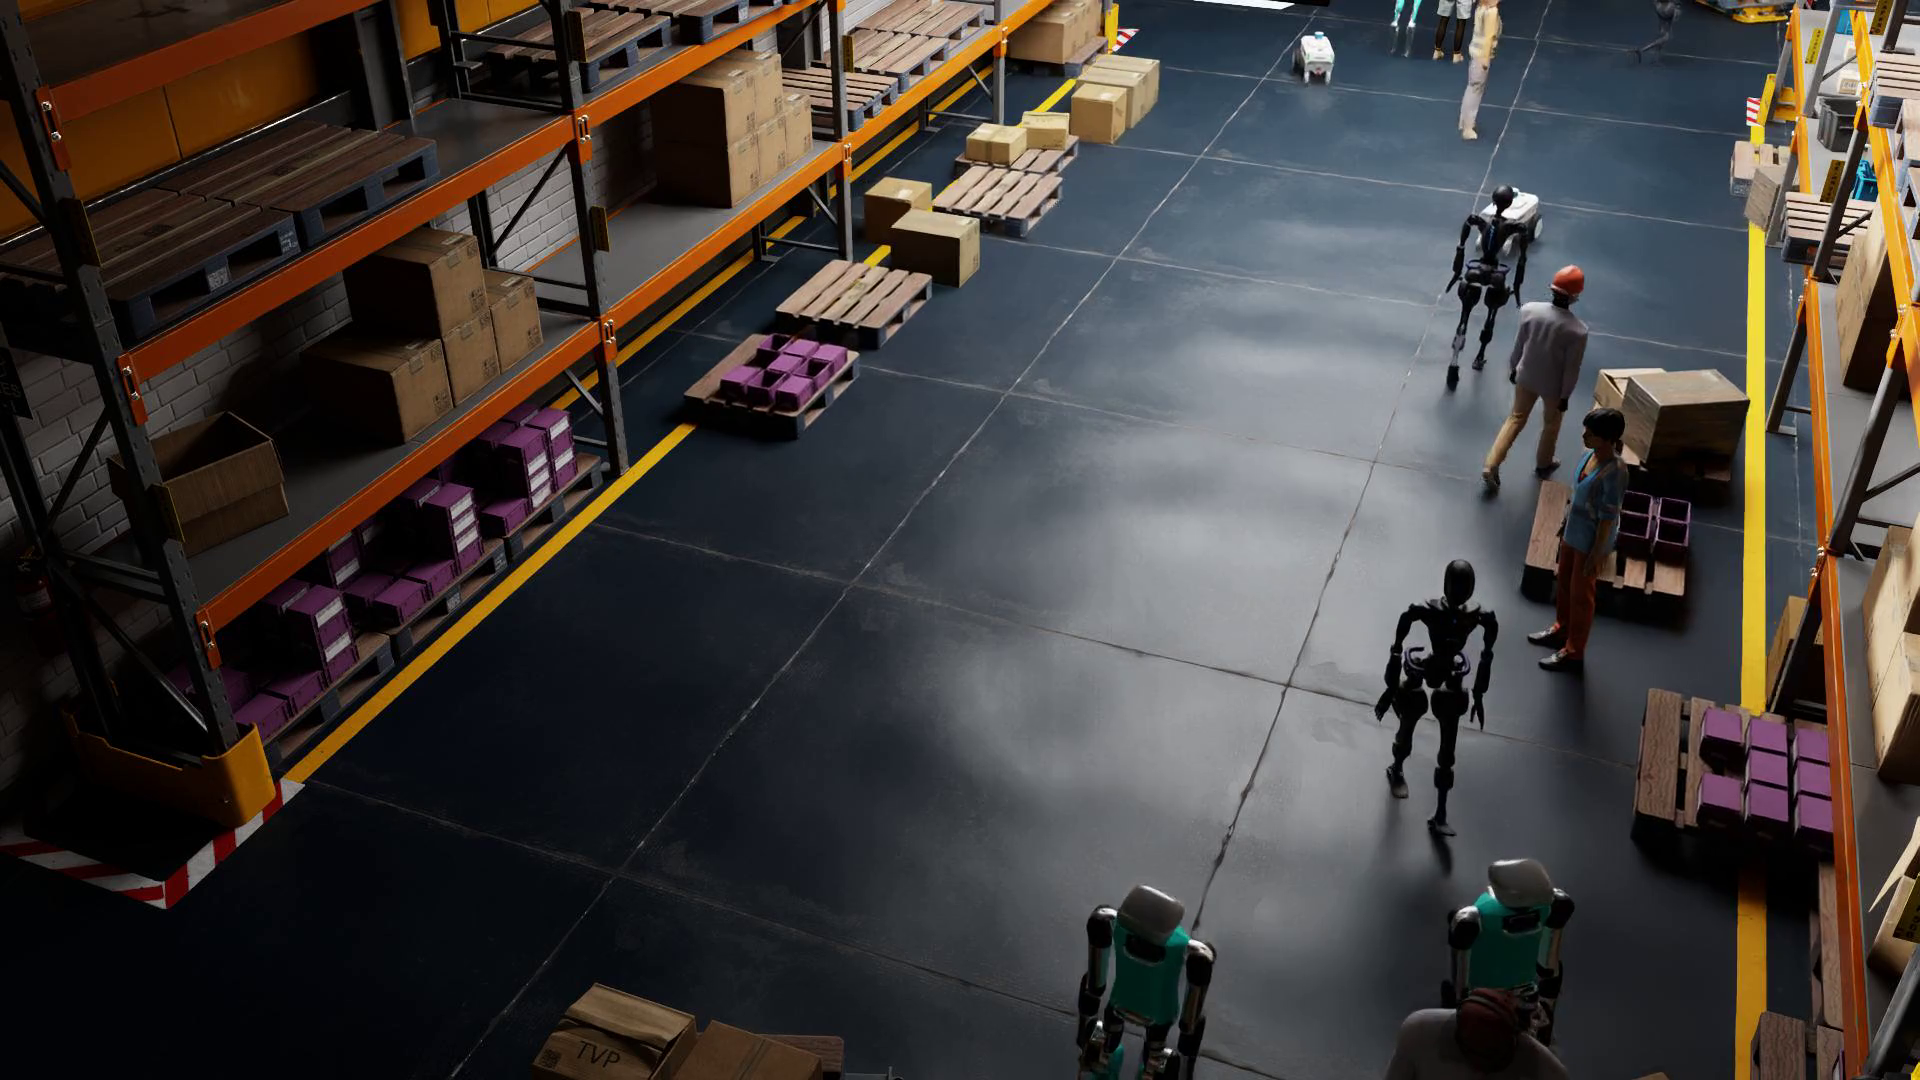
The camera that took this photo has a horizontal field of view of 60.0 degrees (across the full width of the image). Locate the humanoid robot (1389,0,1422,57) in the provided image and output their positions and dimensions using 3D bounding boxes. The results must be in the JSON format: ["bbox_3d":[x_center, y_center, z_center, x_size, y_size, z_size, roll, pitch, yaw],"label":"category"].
[{"bbox_3d":[5.695,-6.980,21.089,0.544,1.843,0.657,18,37,25],"label":"humanoid robot"}]

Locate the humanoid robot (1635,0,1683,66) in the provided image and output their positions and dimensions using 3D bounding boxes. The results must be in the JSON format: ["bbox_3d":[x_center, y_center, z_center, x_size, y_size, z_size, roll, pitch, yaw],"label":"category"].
[{"bbox_3d":[8.759,-6.729,20.716,0.471,1.645,0.601,0,33,0],"label":"humanoid robot"}]

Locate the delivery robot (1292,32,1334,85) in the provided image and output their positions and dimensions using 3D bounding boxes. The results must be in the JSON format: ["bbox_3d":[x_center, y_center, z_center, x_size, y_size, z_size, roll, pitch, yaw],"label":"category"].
[{"bbox_3d":[4.411,-5.995,20.593,0.499,0.581,0.768,2,33,3],"label":"delivery robot"}]

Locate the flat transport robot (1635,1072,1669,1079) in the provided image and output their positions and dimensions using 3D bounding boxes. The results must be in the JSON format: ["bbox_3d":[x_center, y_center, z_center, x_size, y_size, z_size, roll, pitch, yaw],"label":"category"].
[{"bbox_3d":[2.463,3.151,6.715,0.659,0.231,1.431,-10,34,-15],"label":"flat transport robot"}]

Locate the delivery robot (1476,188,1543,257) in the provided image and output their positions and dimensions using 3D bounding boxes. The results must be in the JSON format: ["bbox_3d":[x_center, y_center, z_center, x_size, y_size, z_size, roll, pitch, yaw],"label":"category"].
[{"bbox_3d":[5.340,-3.126,16.184,0.499,0.614,0.808,22,39,30],"label":"delivery robot"}]

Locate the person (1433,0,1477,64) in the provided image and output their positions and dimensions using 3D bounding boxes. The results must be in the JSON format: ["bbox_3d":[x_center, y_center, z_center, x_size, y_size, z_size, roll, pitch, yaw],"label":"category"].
[{"bbox_3d":[6.259,-6.859,20.894,0.532,1.693,0.320,23,39,31],"label":"person"}]

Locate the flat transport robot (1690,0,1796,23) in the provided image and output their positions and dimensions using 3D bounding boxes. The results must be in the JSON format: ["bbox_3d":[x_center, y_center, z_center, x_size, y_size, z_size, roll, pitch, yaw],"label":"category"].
[{"bbox_3d":[10.808,-7.492,23.187,0.659,0.231,1.431,-8,34,-13],"label":"flat transport robot"}]

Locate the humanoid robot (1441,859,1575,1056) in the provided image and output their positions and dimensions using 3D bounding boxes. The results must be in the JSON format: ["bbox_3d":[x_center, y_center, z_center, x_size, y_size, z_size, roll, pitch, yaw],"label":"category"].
[{"bbox_3d":[2.320,2.239,6.812,0.552,1.787,0.944,-7,34,-11],"label":"humanoid robot"}]

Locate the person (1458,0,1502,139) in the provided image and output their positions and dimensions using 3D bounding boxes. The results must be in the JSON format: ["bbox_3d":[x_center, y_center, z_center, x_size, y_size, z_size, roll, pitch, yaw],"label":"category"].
[{"bbox_3d":[5.856,-5.391,18.585,0.308,1.742,0.655,0,33,1],"label":"person"}]

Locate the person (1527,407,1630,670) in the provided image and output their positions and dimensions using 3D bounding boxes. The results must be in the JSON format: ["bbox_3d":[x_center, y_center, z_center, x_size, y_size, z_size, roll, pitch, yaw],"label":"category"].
[{"bbox_3d":[3.835,-0.016,10.247,0.339,1.758,0.502,-2,33,-3],"label":"person"}]

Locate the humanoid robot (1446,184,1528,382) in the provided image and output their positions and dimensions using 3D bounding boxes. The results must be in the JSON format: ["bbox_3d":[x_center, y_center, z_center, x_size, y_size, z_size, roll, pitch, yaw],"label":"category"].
[{"bbox_3d":[4.271,-2.085,13.541,0.610,1.640,0.670,15,36,22],"label":"humanoid robot"}]

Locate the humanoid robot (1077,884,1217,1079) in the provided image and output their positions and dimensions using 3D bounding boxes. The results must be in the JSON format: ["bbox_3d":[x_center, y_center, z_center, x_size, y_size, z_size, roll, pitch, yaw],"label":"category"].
[{"bbox_3d":[0.650,2.250,6.786,0.530,1.820,0.688,15,36,22],"label":"humanoid robot"}]

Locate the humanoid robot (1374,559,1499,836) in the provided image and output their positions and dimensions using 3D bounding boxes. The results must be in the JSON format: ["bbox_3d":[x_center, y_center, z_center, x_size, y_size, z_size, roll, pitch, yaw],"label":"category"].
[{"bbox_3d":[2.574,0.842,9.004,0.589,1.635,0.689,2,33,3],"label":"humanoid robot"}]

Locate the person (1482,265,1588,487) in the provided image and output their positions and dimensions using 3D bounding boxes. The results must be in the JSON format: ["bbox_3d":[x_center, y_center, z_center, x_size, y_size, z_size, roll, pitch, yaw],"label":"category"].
[{"bbox_3d":[4.206,-1.177,12.071,0.785,1.721,0.567,-25,41,-33],"label":"person"}]

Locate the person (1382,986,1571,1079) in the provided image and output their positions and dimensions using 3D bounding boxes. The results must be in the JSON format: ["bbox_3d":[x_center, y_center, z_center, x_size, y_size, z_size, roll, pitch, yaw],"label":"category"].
[{"bbox_3d":[1.928,2.383,6.413,0.684,1.880,0.445,14,35,21],"label":"person"}]
